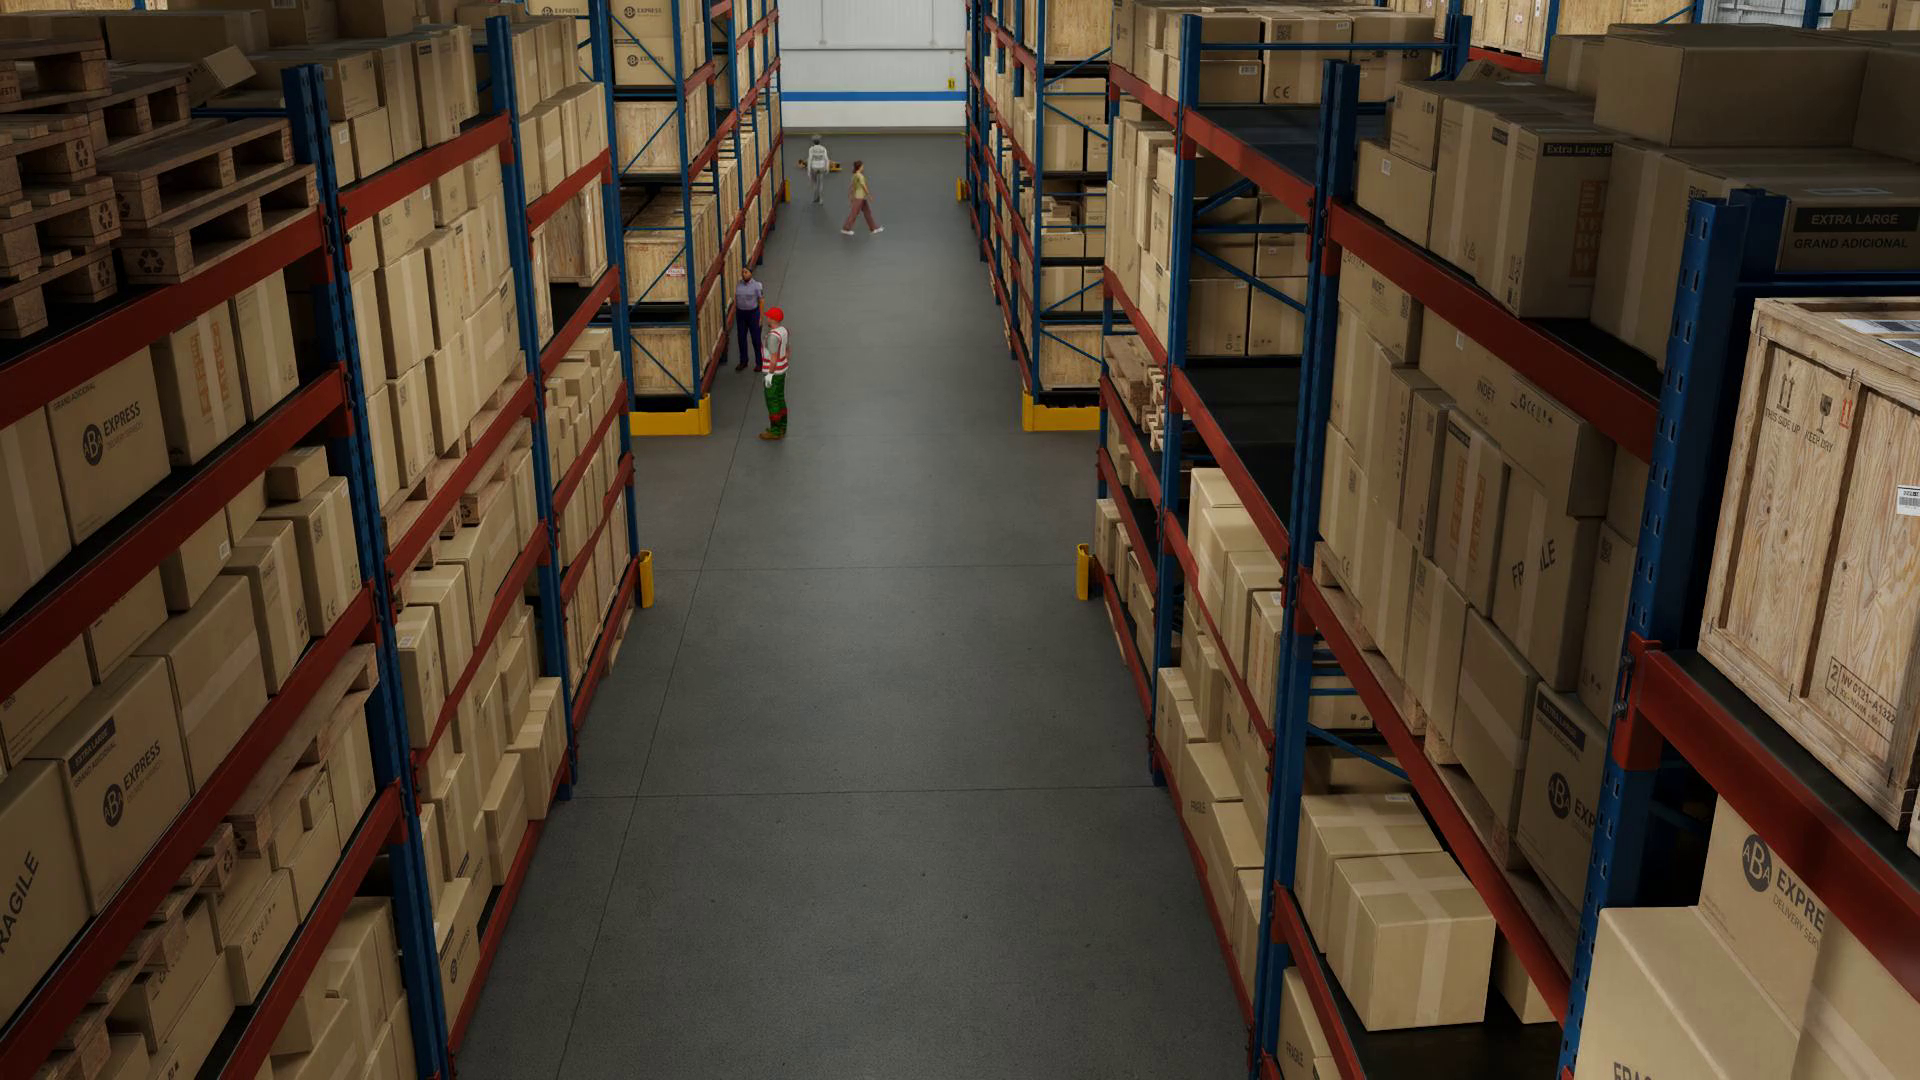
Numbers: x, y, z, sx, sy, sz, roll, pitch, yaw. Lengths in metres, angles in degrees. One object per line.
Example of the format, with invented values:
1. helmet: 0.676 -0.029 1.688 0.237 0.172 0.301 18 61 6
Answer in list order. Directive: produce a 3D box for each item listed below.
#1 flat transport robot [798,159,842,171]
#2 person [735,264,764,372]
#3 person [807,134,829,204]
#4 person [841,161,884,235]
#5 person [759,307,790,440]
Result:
1. flat transport robot: -3.983 -10.632 47.201 0.659 0.245 1.431 -13 24 -31
2. person: -3.305 -3.476 25.980 0.469 1.648 0.367 6 21 16
3. person: -3.503 -9.213 41.266 0.535 1.688 0.527 1 20 3
4. person: -2.182 -7.629 37.096 0.985 1.625 0.477 -6 21 -15
5. person: -2.532 -2.276 22.559 0.391 1.794 0.544 5 21 14
